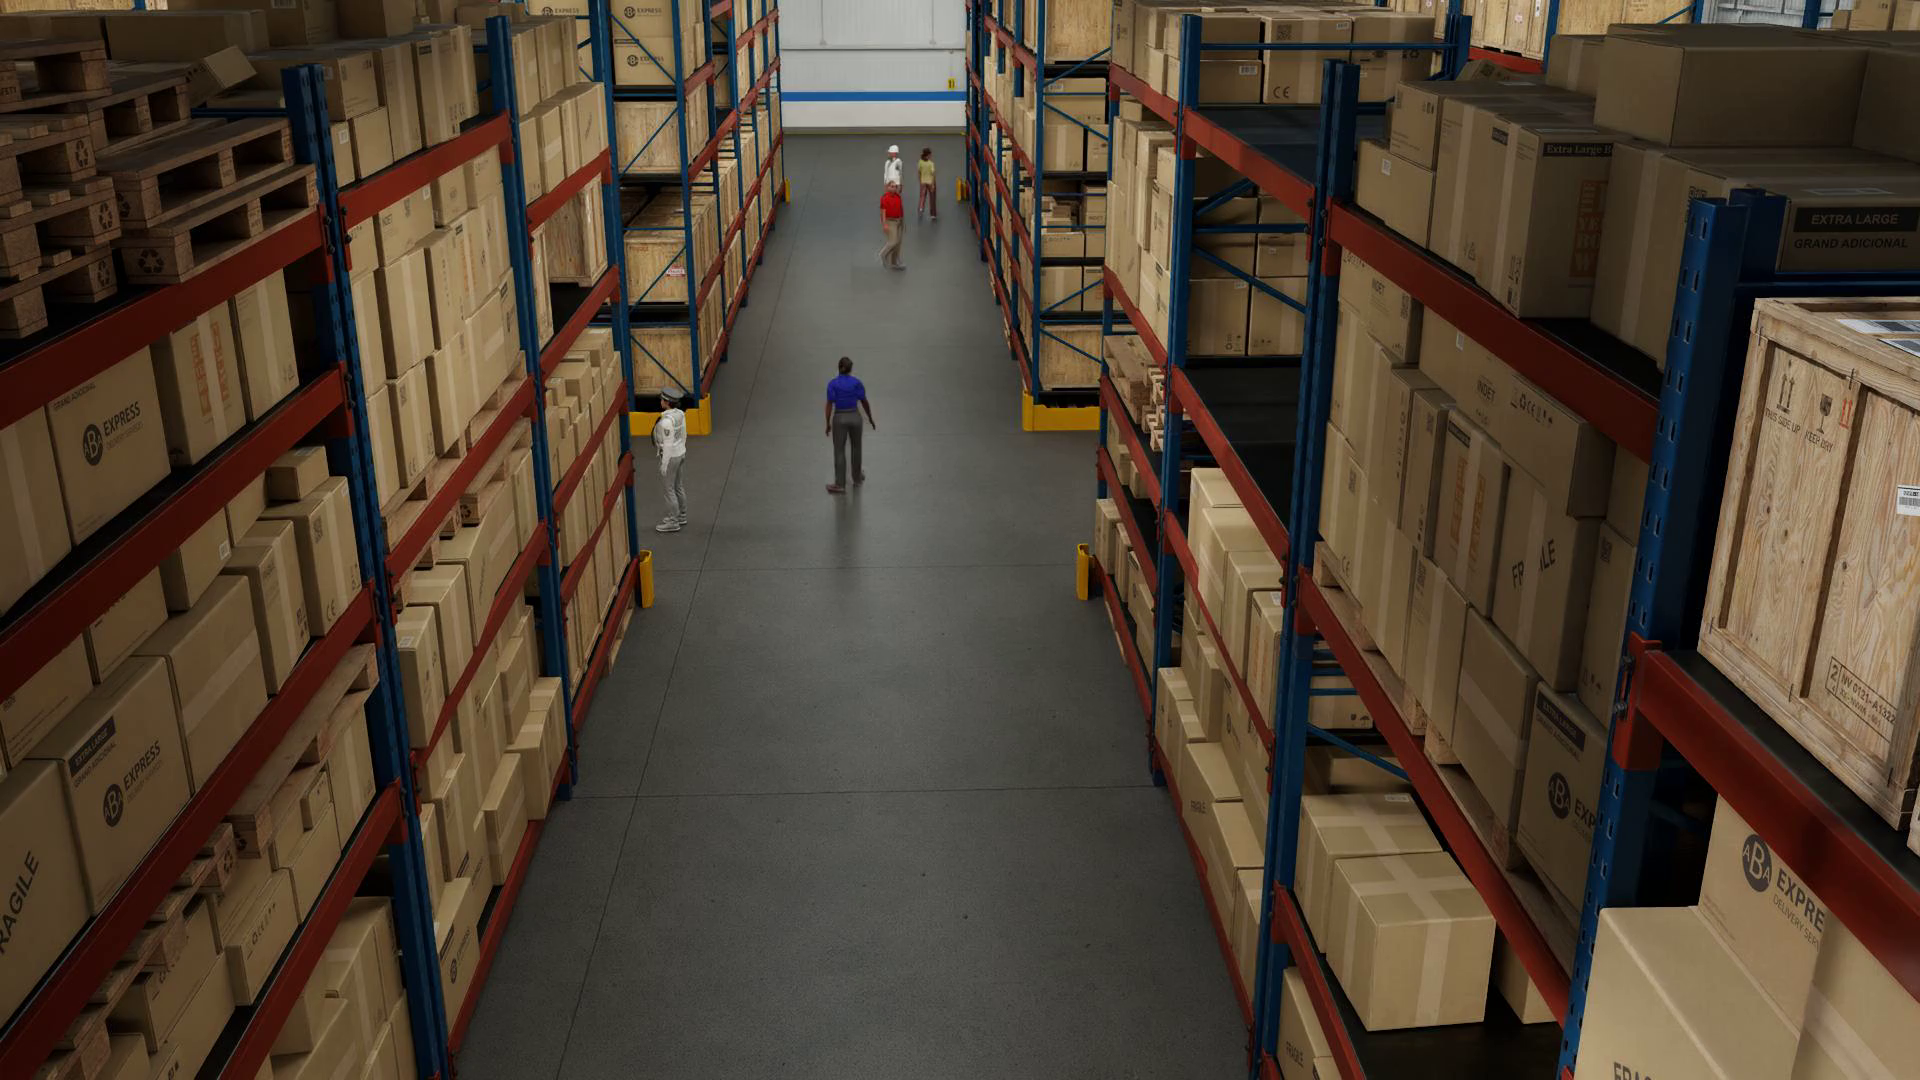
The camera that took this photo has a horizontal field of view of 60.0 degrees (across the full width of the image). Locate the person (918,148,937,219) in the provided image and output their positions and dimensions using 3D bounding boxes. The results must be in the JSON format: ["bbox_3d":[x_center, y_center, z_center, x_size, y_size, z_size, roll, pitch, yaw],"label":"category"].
[{"bbox_3d":[-0.768,-8.346,39.009,0.460,1.675,0.811,6,21,15],"label":"person"}]

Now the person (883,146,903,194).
[{"bbox_3d":[-1.603,-8.239,38.557,0.644,1.769,0.529,-17,26,-38],"label":"person"}]

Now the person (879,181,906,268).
[{"bbox_3d":[-1.362,-6.367,33.543,0.499,1.722,0.555,14,25,34],"label":"person"}]

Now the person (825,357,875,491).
[{"bbox_3d":[-1.366,-1.461,20.520,0.645,1.646,0.557,-4,21,-11],"label":"person"}]

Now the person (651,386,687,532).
[{"bbox_3d":[-3.333,-0.944,19.135,0.377,1.690,0.465,4,21,11],"label":"person"}]
